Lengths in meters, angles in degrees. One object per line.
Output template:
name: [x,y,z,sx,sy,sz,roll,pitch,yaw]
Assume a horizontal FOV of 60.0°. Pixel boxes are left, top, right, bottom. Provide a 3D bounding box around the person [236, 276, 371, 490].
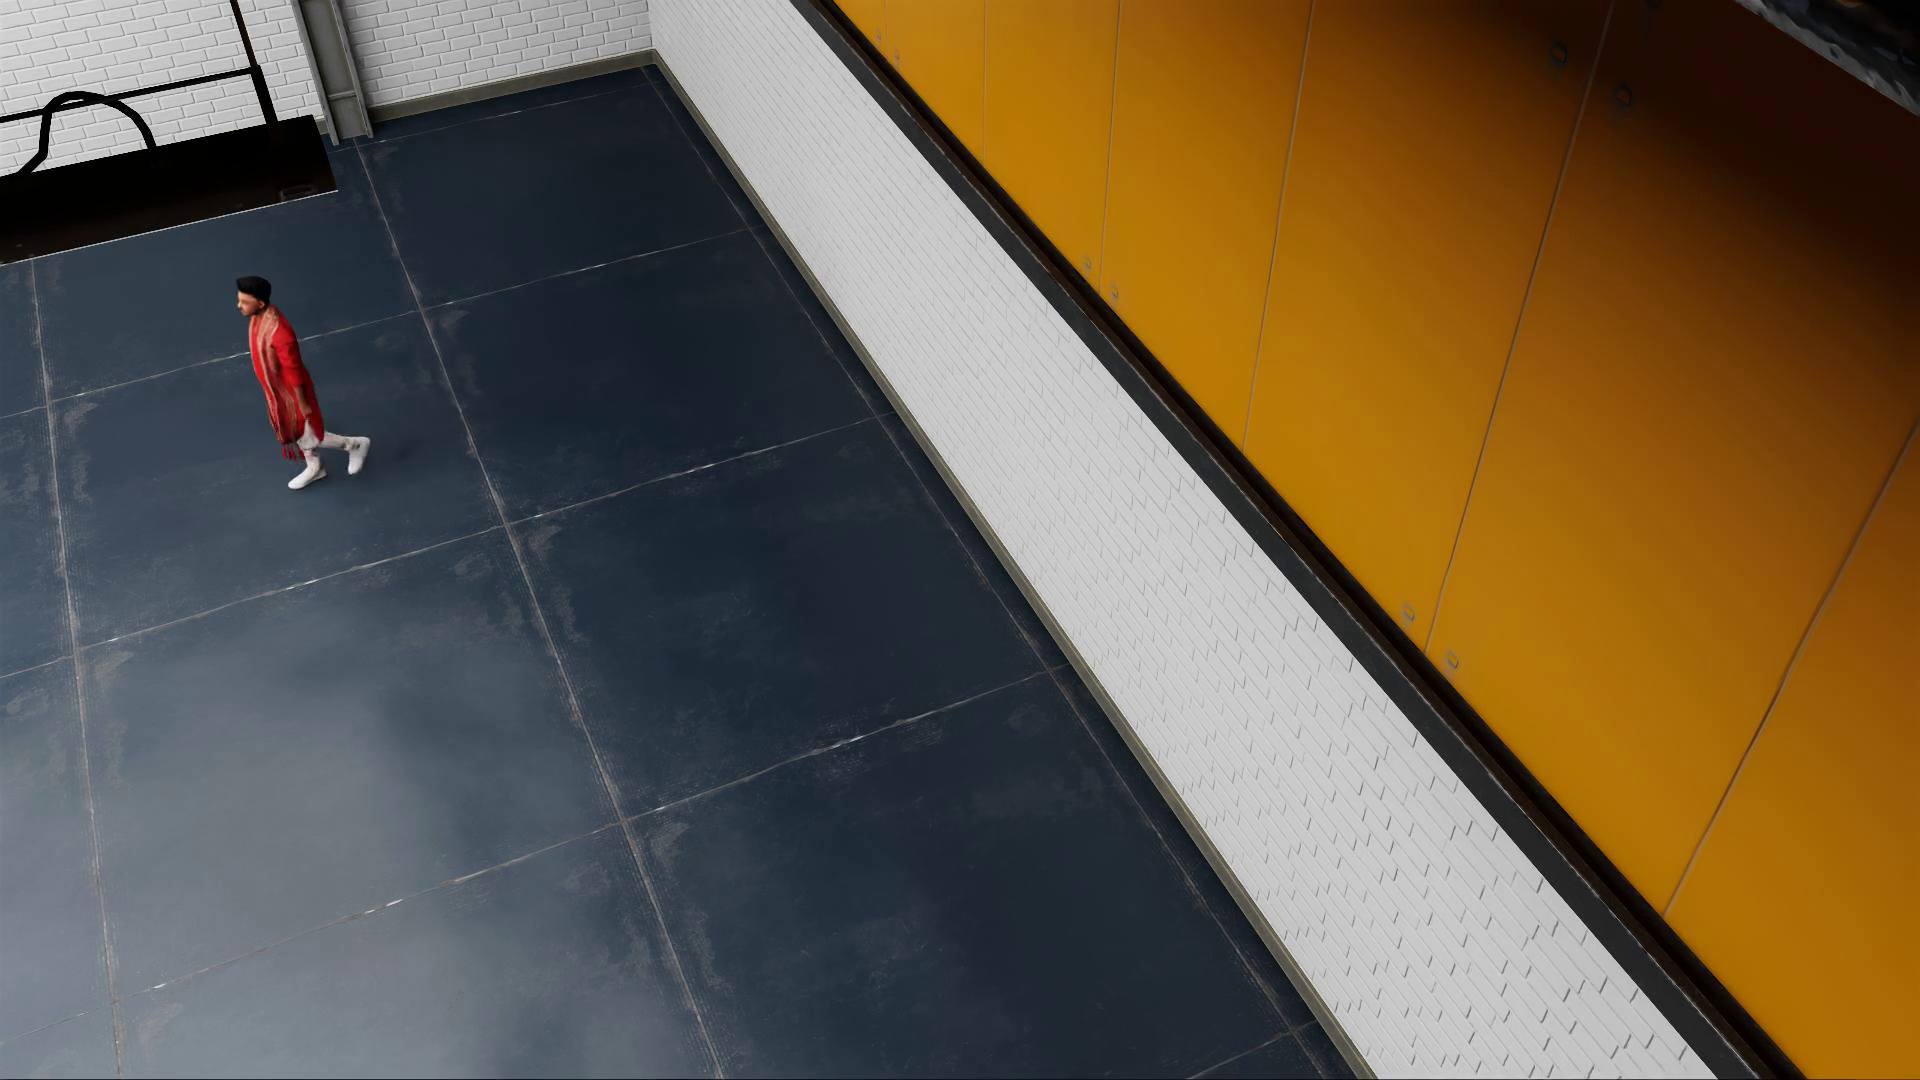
person: [-4.803,-1.179,12.143,0.938,1.865,0.783,-27,50,-26]
